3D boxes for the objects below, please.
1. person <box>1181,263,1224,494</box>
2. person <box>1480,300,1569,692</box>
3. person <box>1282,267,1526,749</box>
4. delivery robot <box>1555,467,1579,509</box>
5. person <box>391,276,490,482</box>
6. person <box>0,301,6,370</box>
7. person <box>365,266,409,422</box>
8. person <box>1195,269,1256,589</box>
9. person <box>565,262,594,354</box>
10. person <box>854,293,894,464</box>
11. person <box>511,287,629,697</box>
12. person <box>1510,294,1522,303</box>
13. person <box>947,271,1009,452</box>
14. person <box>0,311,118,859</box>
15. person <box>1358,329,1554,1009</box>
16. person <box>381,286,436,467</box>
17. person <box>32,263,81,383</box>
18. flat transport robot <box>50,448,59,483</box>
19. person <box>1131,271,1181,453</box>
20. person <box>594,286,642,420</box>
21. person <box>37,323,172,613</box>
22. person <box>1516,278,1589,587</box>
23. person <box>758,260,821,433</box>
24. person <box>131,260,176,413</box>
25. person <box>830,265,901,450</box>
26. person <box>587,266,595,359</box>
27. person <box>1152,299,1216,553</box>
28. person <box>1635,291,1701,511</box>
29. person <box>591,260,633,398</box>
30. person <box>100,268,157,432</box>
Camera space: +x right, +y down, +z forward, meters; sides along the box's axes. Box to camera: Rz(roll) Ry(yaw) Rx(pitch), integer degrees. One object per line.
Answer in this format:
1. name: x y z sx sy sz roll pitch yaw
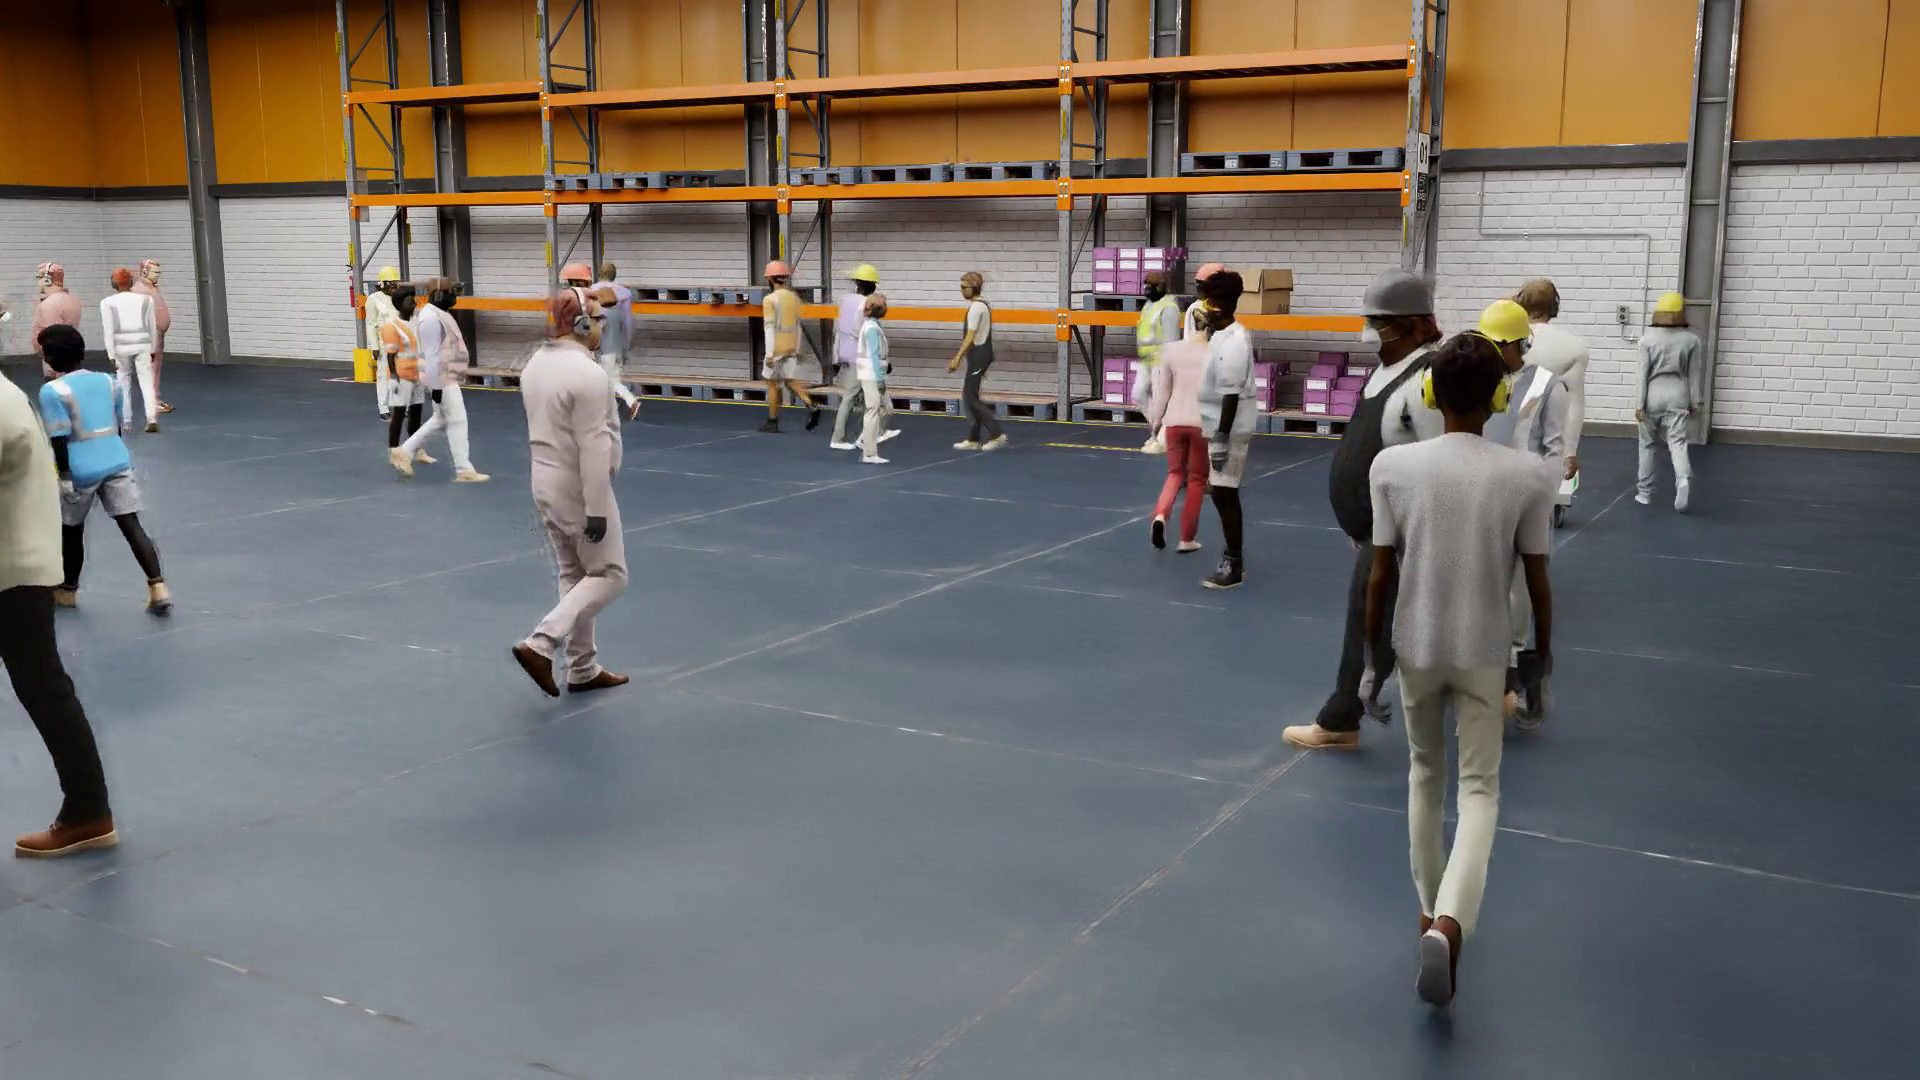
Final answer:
1. person: 2.057 -1.358 14.009 0.383 1.927 0.543 1 10 3
2. person: 2.498 -0.204 7.771 0.588 1.823 0.403 9 13 40
3. person: 1.898 -0.145 6.813 1.011 2.000 0.674 1 10 5
4. delivery robot: 4.218 -0.428 12.361 0.707 0.478 0.477 3 10 15
5. person: -4.596 -1.399 14.573 0.794 1.820 0.631 -2 10 -10
6. person: -16.297 -3.789 27.902 0.382 1.901 0.794 -9 14 -42
7. person: -6.731 -2.320 19.723 0.404 1.833 0.590 6 12 31
8. person: 1.615 -0.676 10.168 0.368 1.940 0.777 1 10 5
9. person: -4.253 -2.051 18.025 0.900 1.909 0.552 3 10 14
10. person: -0.797 -1.524 15.805 0.374 1.624 0.544 -1 10 -3
11. person: -1.791 -0.197 7.558 0.542 1.891 0.642 -8 13 -39
12. person: 5.221 -1.525 15.818 0.401 1.612 0.573 9 14 43
13. person: 0.208 -1.780 16.714 0.571 1.820 0.510 0 10 2
14. person: -3.294 0.131 5.463 0.869 1.957 0.614 -6 12 -31
15. person: 1.376 0.340 4.639 0.525 1.844 0.822 4 11 23
16. person: -5.210 -1.539 15.686 0.318 1.697 0.535 3 11 18
17. person: -8.647 -1.691 15.948 0.409 1.907 0.651 -2 10 -12
18. flat transport robot: -7.970 -0.684 14.877 0.652 0.197 1.431 -7 12 -33
19. person: 1.972 -1.760 16.583 0.442 1.824 0.652 -3 10 -17
20. person: -4.086 -2.203 19.697 0.731 1.606 0.511 4 11 23
21. person: -4.847 -0.389 9.307 0.901 1.646 0.542 5 11 26
22. person: 3.277 -0.568 9.650 0.645 1.896 1.005 6 11 29
23. person: -1.911 -2.113 18.318 0.713 1.919 0.558 7 12 36
24. person: -10.075 -2.541 20.785 0.407 1.902 0.639 -2 10 -14
25. person: -0.974 -1.869 17.038 0.948 1.869 0.594 -7 12 -33
26. person: -4.425 -2.221 19.090 0.669 1.864 0.601 2 10 12
27. person: 1.529 -0.746 11.088 0.574 1.724 0.482 6 12 30
28. person: 5.580 -1.092 13.108 0.491 1.720 0.771 1 10 7
29. person: -4.383 -2.516 20.664 0.627 1.909 0.894 -1 10 -4
30. person: -9.262 -2.122 18.617 0.570 1.845 0.988 -7 12 -35
